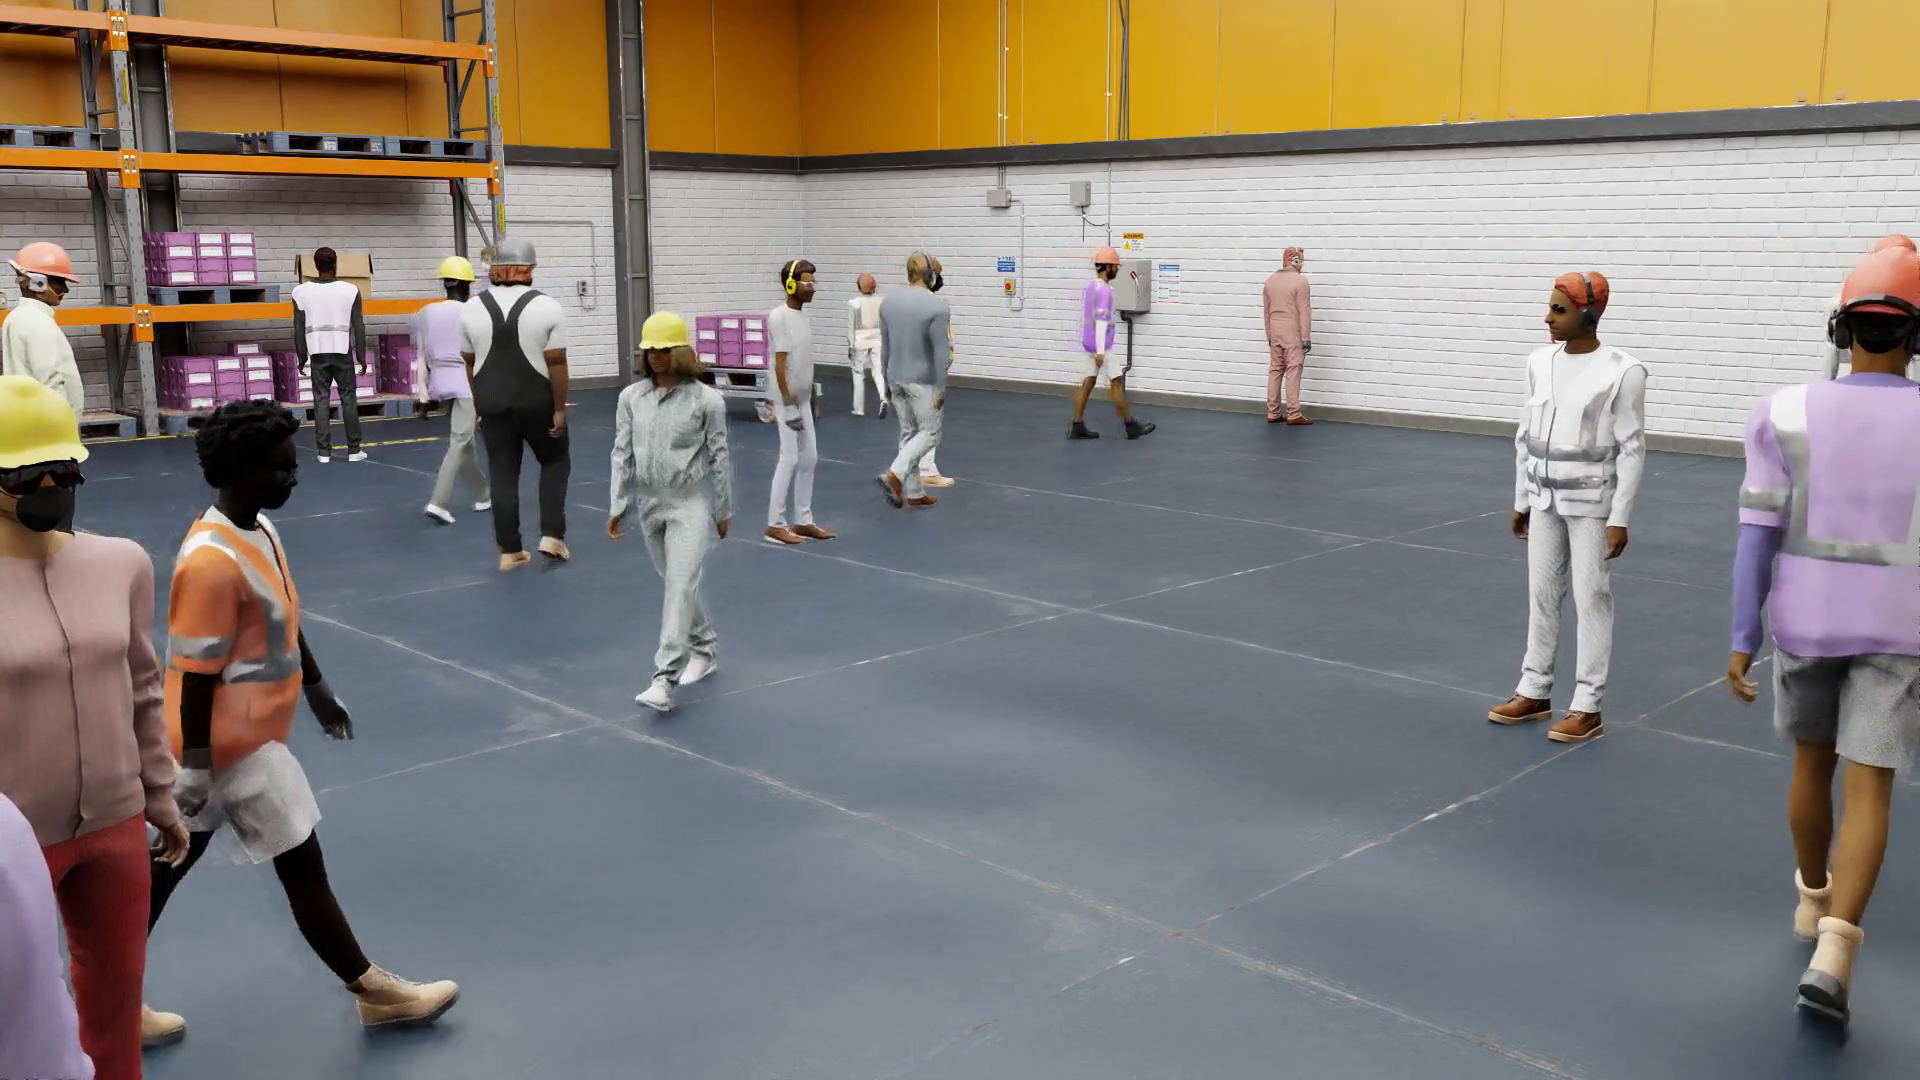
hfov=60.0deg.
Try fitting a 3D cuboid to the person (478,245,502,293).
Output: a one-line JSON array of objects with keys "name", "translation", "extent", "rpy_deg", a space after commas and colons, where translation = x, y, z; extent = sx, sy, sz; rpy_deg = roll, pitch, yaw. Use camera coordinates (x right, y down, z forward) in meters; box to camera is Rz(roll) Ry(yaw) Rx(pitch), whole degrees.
[{"name": "person", "translation": [-4.846, -2.166, 17.688], "extent": [0.647, 1.924, 0.657], "rpy_deg": [8, 13, 36]}]

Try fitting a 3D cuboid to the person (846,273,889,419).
[{"name": "person", "translation": [-0.997, -2.148, 18.435], "extent": [0.526, 1.608, 0.779], "rpy_deg": [-4, 11, -22]}]

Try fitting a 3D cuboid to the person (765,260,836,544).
[{"name": "person", "translation": [-1.075, -0.896, 10.930], "extent": [0.401, 1.854, 0.544], "rpy_deg": [5, 11, 23]}]

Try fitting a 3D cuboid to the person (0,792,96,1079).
[{"name": "person", "translation": [-1.067, 0.811, 1.489], "extent": [0.651, 1.905, 0.409], "rpy_deg": [-2, 11, -11]}]

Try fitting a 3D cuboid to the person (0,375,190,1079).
[{"name": "person", "translation": [-1.743, 0.565, 3.214], "extent": [0.312, 1.768, 0.530], "rpy_deg": [6, 12, 28]}]

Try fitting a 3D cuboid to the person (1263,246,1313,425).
[{"name": "person", "translation": [3.543, -2.183, 17.832], "extent": [0.406, 1.902, 0.636], "rpy_deg": [-7, 12, -32]}]

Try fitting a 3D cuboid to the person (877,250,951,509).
[{"name": "person", "translation": [-0.379, -1.138, 12.099], "extent": [0.640, 1.923, 0.670], "rpy_deg": [8, 13, 38]}]

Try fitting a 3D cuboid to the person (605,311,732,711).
[{"name": "person", "translation": [-1.265, -0.134, 7.205], "extent": [0.489, 1.693, 0.913], "rpy_deg": [3, 11, 17]}]

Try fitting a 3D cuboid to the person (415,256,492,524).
[{"name": "person", "translation": [-3.573, -1.073, 11.846], "extent": [0.605, 1.882, 0.990], "rpy_deg": [3, 11, 18]}]

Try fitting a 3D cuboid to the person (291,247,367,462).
[{"name": "person", "translation": [-5.622, -1.648, 14.871], "extent": [0.595, 1.915, 0.371], "rpy_deg": [-2, 11, -13]}]

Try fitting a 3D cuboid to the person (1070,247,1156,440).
[{"name": "person", "translation": [1.511, -1.931, 16.461], "extent": [0.879, 1.900, 0.566], "rpy_deg": [-2, 11, -13]}]

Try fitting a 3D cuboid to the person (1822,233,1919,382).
[{"name": "person", "translation": [5.787, -0.914, 10.547], "extent": [0.640, 2.031, 0.532], "rpy_deg": [10, 14, 44]}]

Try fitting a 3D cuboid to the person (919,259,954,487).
[{"name": "person", "translation": [-0.264, -1.354, 13.472], "extent": [0.430, 1.845, 0.620], "rpy_deg": [-3, 11, -17]}]

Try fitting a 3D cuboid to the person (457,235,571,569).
[{"name": "person", "translation": [-2.682, -0.845, 10.153], "extent": [0.689, 2.000, 0.537], "rpy_deg": [1, 10, 3]}]

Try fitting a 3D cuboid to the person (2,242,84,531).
[{"name": "person", "translation": [-4.729, -0.545, 8.666], "extent": [0.393, 1.985, 0.611], "rpy_deg": [-9, 14, -42]}]

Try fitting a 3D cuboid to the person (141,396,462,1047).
[{"name": "person", "translation": [-1.773, 0.468, 4.081], "extent": [0.916, 1.643, 0.537], "rpy_deg": [-4, 11, -18]}]

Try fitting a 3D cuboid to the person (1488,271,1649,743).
[{"name": "person", "translation": [2.458, -0.131, 6.692], "extent": [0.360, 1.882, 0.575], "rpy_deg": [-6, 12, -28]}]

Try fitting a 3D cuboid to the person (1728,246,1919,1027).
[{"name": "person", "translation": [2.361, 0.236, 4.386], "extent": [0.620, 2.006, 1.000], "rpy_deg": [6, 12, 31]}]
